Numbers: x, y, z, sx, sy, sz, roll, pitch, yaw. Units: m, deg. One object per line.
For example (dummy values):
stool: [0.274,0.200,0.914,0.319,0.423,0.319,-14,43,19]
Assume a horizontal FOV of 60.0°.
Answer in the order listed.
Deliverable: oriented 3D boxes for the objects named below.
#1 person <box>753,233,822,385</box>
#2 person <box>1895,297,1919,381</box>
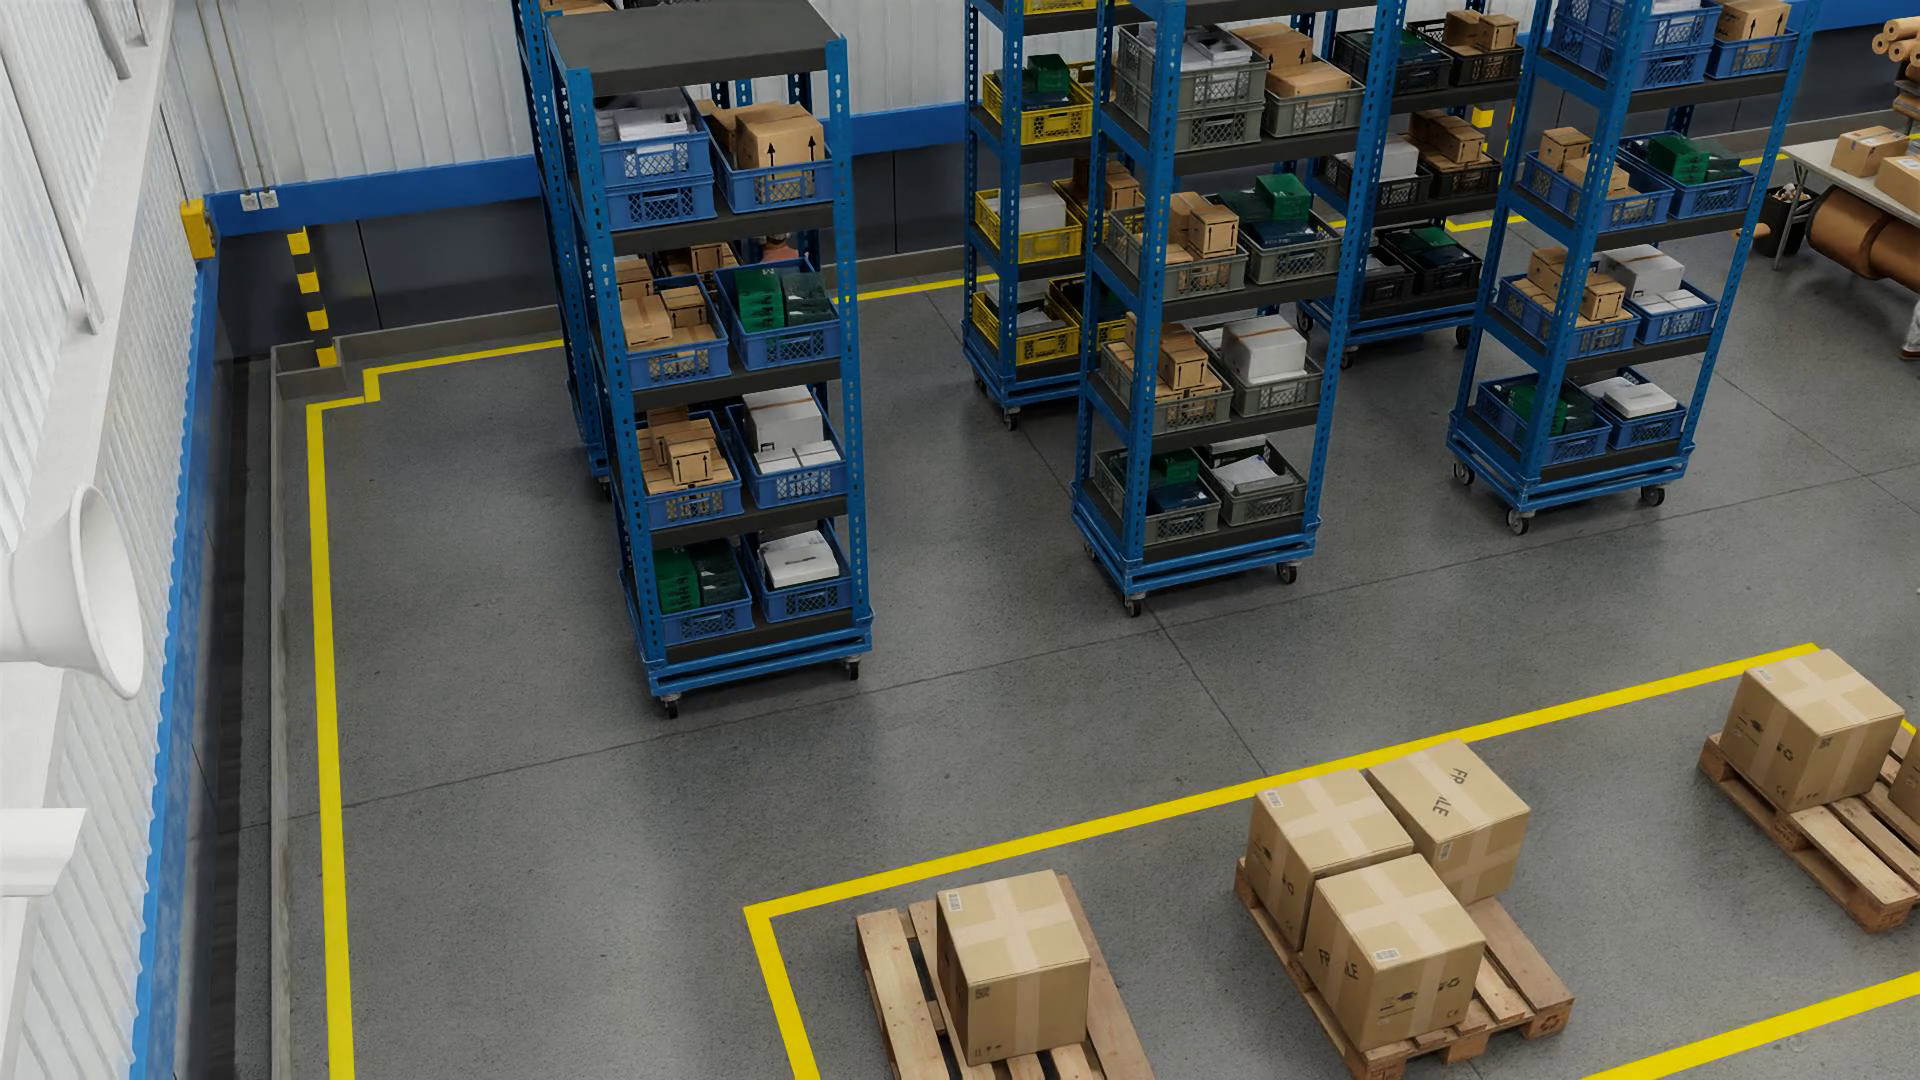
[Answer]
person: [-1.100,-1.161,10.209,0.625,1.980,0.410,-29,44,-34]
person: [6.987,-2.015,11.467,0.373,1.931,0.625,-1,35,-1]
